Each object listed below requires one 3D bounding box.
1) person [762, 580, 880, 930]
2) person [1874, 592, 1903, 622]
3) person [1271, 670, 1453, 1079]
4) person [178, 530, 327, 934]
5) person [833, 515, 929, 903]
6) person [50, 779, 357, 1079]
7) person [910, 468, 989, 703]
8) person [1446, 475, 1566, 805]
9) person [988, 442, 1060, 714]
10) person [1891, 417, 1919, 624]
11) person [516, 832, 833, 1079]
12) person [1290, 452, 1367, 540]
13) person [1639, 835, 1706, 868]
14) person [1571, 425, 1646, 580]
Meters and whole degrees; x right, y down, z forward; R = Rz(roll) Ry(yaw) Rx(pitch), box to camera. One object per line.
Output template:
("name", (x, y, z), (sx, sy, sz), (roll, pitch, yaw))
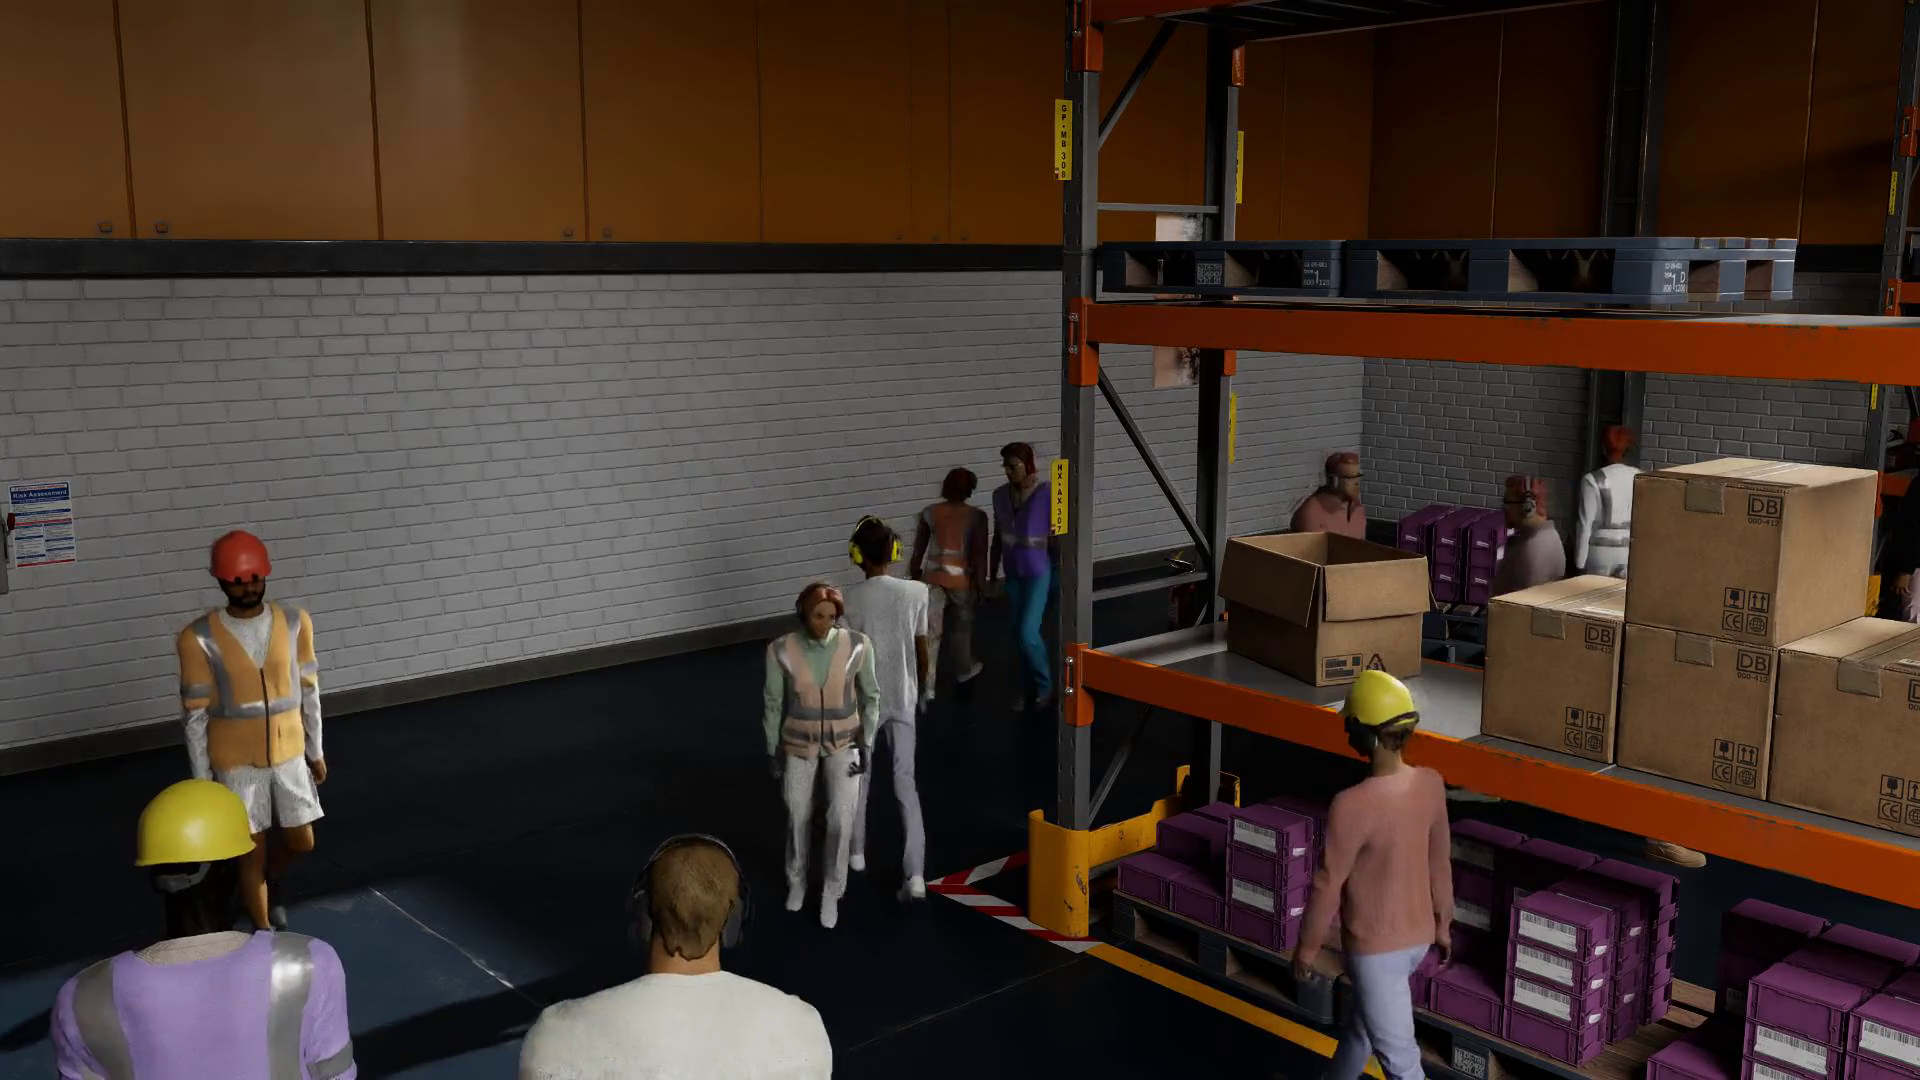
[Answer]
("person", (-0.629, 0.959, 7.554), (0.531, 1.595, 0.634), (-1, 10, -5))
("person", (7.187, -0.051, 12.177), (0.702, 2.000, 1.020), (-7, 12, -37))
("person", (1.326, 1.271, 5.379), (0.542, 1.721, 0.890), (-8, 13, -39))
("person", (-2.985, 0.889, 7.031), (0.558, 1.918, 0.553), (-8, 13, -40))
("person", (-0.358, 0.786, 7.921), (0.530, 1.826, 0.921), (-3, 10, -16))
("person", (-1.615, 1.466, 3.648), (0.585, 1.920, 0.383), (-4, 10, -21))
("person", (-0.081, 0.295, 11.456), (0.618, 1.578, 0.865), (3, 10, 19))
("person", (3.106, 0.579, 8.971), (0.802, 1.876, 0.646), (3, 10, 16))
("person", (0.442, 0.256, 11.009), (0.590, 1.821, 0.459), (8, 13, 41))
("person", (6.409, 0.164, 11.080), (0.610, 1.985, 0.393), (-7, 12, -37))
("person", (-0.547, 1.541, 3.327), (0.643, 1.891, 1.029), (-5, 11, -26))
("person", (2.280, 0.360, 10.356), (0.645, 1.849, 1.034), (-7, 12, -37))
("person", (3.631, 0.697, 8.383), (0.429, 1.844, 0.625), (4, 10, 21))
("person", (4.616, 0.125, 11.697), (0.586, 1.868, 0.636), (-3, 10, -17))
